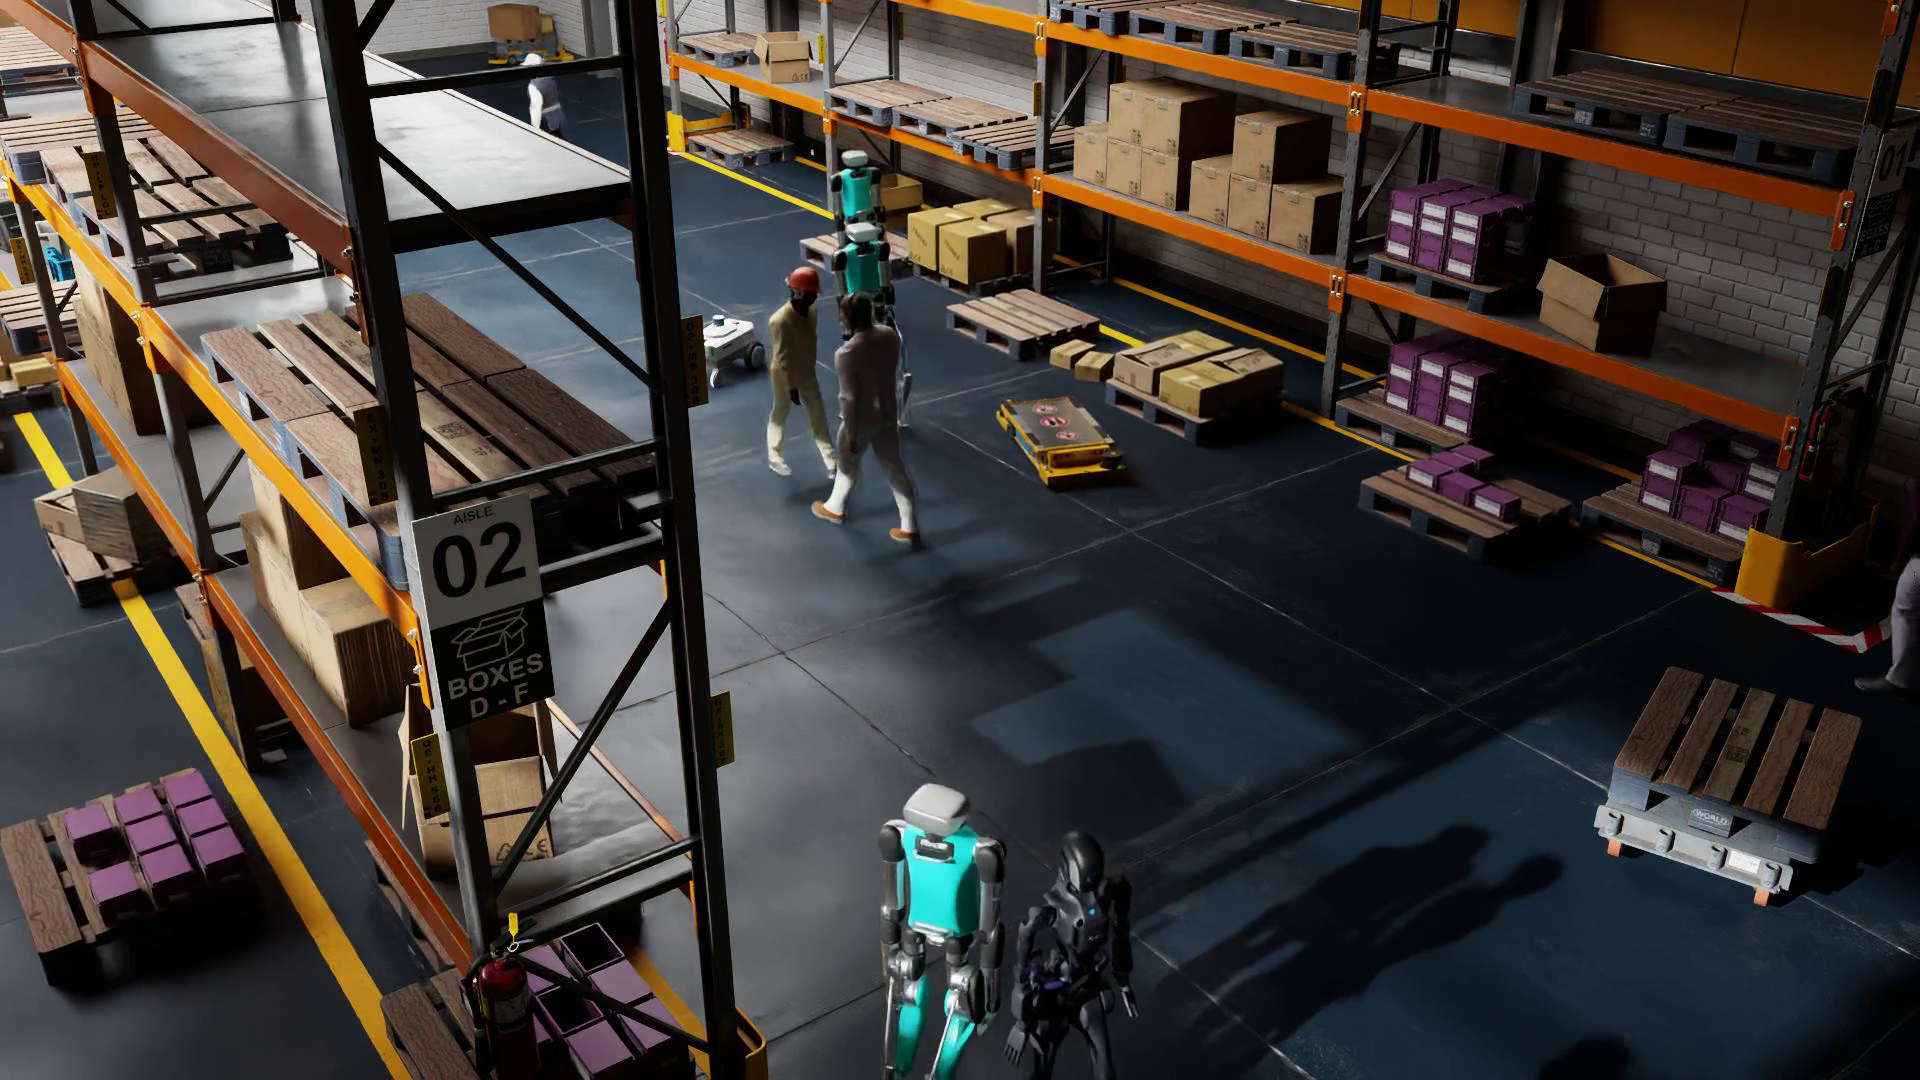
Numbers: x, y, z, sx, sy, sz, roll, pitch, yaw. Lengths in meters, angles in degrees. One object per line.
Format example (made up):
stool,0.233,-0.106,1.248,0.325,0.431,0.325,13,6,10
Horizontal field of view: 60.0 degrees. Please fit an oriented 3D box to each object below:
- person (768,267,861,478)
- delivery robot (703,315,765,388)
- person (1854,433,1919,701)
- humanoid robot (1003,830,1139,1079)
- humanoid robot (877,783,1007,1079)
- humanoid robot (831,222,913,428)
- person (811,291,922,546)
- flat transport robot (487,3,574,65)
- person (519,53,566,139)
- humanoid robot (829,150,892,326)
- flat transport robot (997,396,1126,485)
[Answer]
person,-1.204,-1.256,12.873,0.843,1.699,0.581,19,32,33
delivery robot,-2.175,-1.756,15.155,0.499,0.589,0.782,13,29,24
person,5.975,0.107,9.965,0.699,1.906,0.398,2,27,4
humanoid robot,0.447,1.856,6.745,0.614,1.651,0.504,-15,30,-28
humanoid robot,-0.149,1.883,6.612,0.560,1.782,0.755,10,29,20
humanoid robot,-0.641,-1.681,13.717,0.536,1.766,0.884,-18,32,-32
person,-0.670,-0.891,11.964,1.020,1.878,0.659,22,34,37
flat transport robot,-7.394,-8.378,28.651,1.431,0.231,0.659,-7,28,-14
person,-5.078,-5.155,20.629,0.783,1.721,0.808,5,27,10
humanoid robot,-0.815,-2.740,15.858,0.564,1.801,0.932,-14,30,-26
flat transport robot,0.811,-0.841,13.660,0.659,0.231,1.431,-7,28,-14
